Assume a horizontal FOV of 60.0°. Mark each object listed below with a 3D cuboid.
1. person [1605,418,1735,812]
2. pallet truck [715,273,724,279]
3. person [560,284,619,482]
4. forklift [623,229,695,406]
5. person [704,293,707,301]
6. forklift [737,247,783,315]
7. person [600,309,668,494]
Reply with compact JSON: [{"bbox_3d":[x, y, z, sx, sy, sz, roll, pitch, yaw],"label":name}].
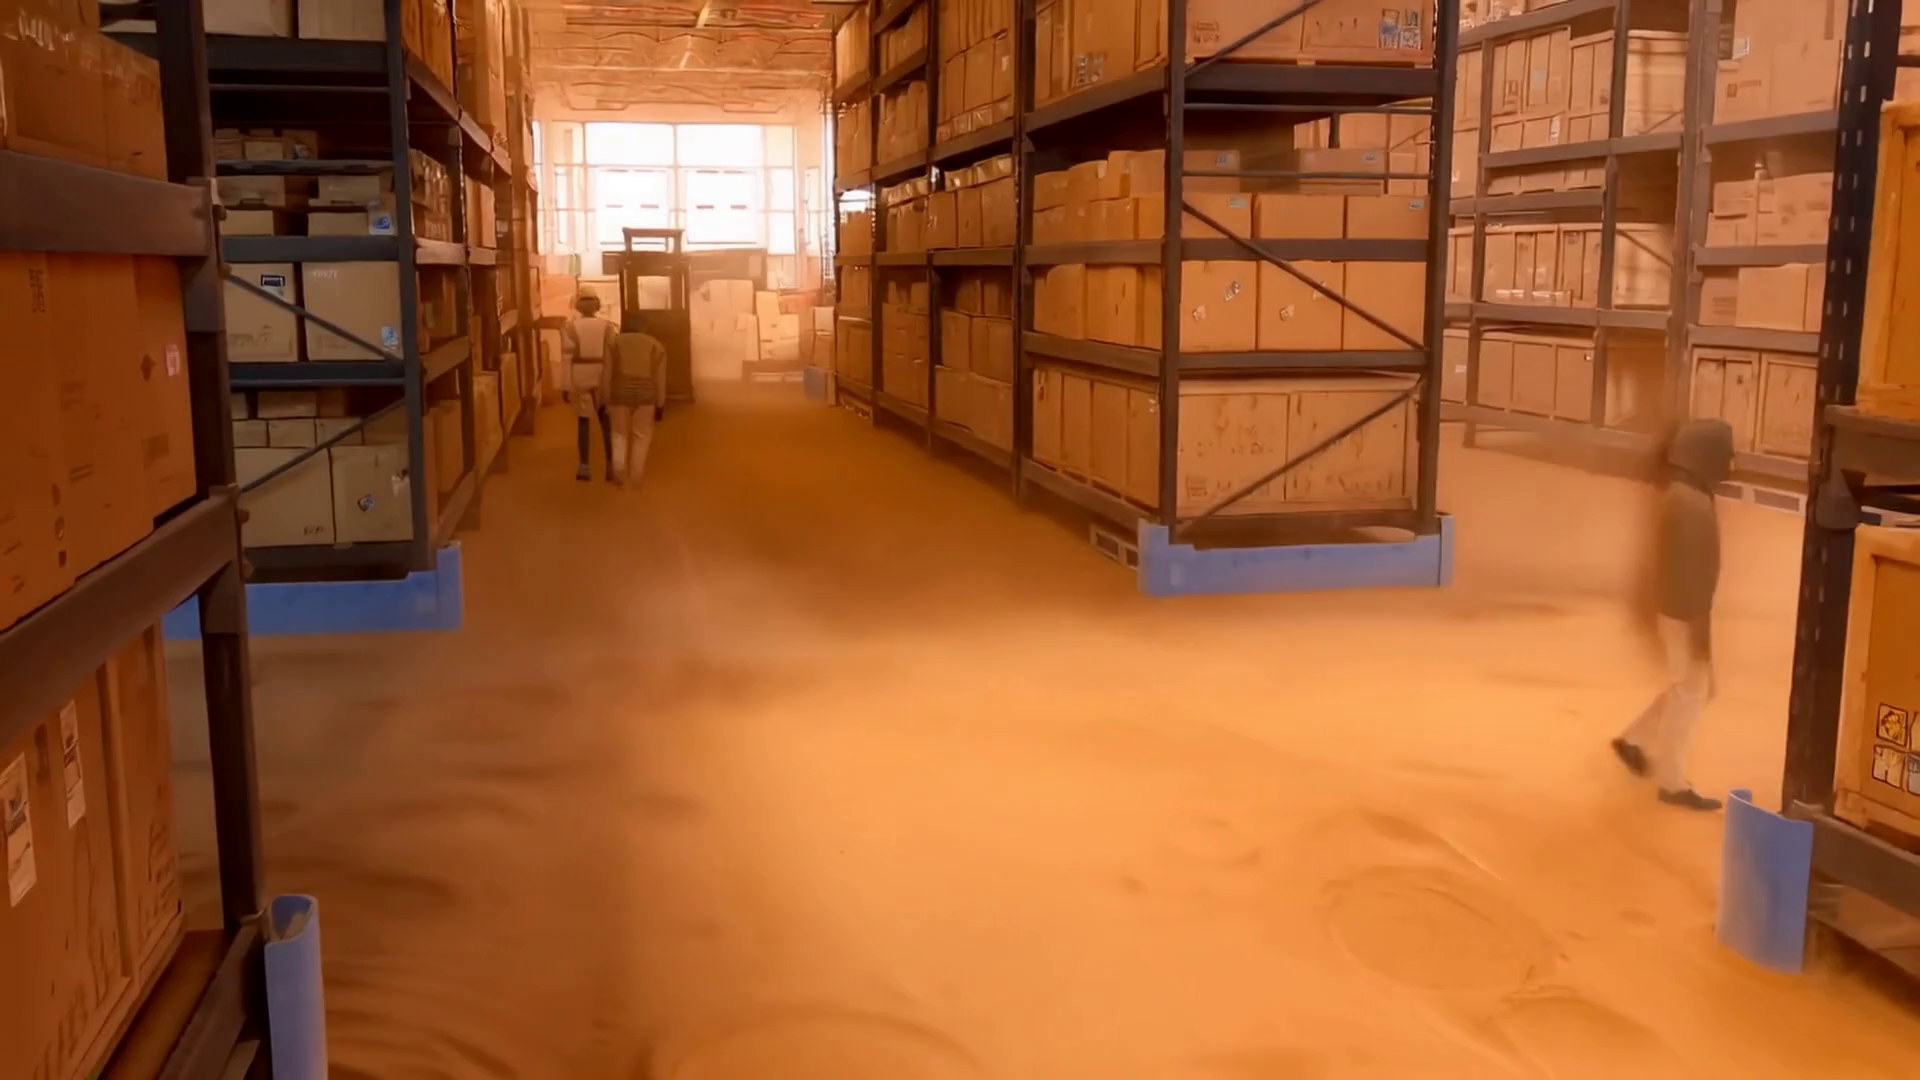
[{"bbox_3d":[2.952,0.307,6.779,0.397,1.617,0.523,3,10,17],"label":"person"},{"bbox_3d":[-8.580,-8.986,62.280,1.885,1.965,0.823,1,9,5],"label":"pallet truck"},{"bbox_3d":[-3.836,-1.624,17.266,0.609,2.044,0.397,-4,10,-21],"label":"person"},{"bbox_3d":[-4.928,-3.613,26.844,1.129,2.768,1.873,-2,10,-12],"label":"forklift"},{"bbox_3d":[-6.184,-5.624,42.059,0.592,1.915,0.391,-5,11,-30],"label":"person"},{"bbox_3d":[-6.372,-7.628,51.320,1.129,2.768,1.873,-7,12,-38],"label":"forklift"},{"bbox_3d":[-3.176,-1.336,16.245,0.667,1.813,0.511,-2,9,-10],"label":"person"}]
